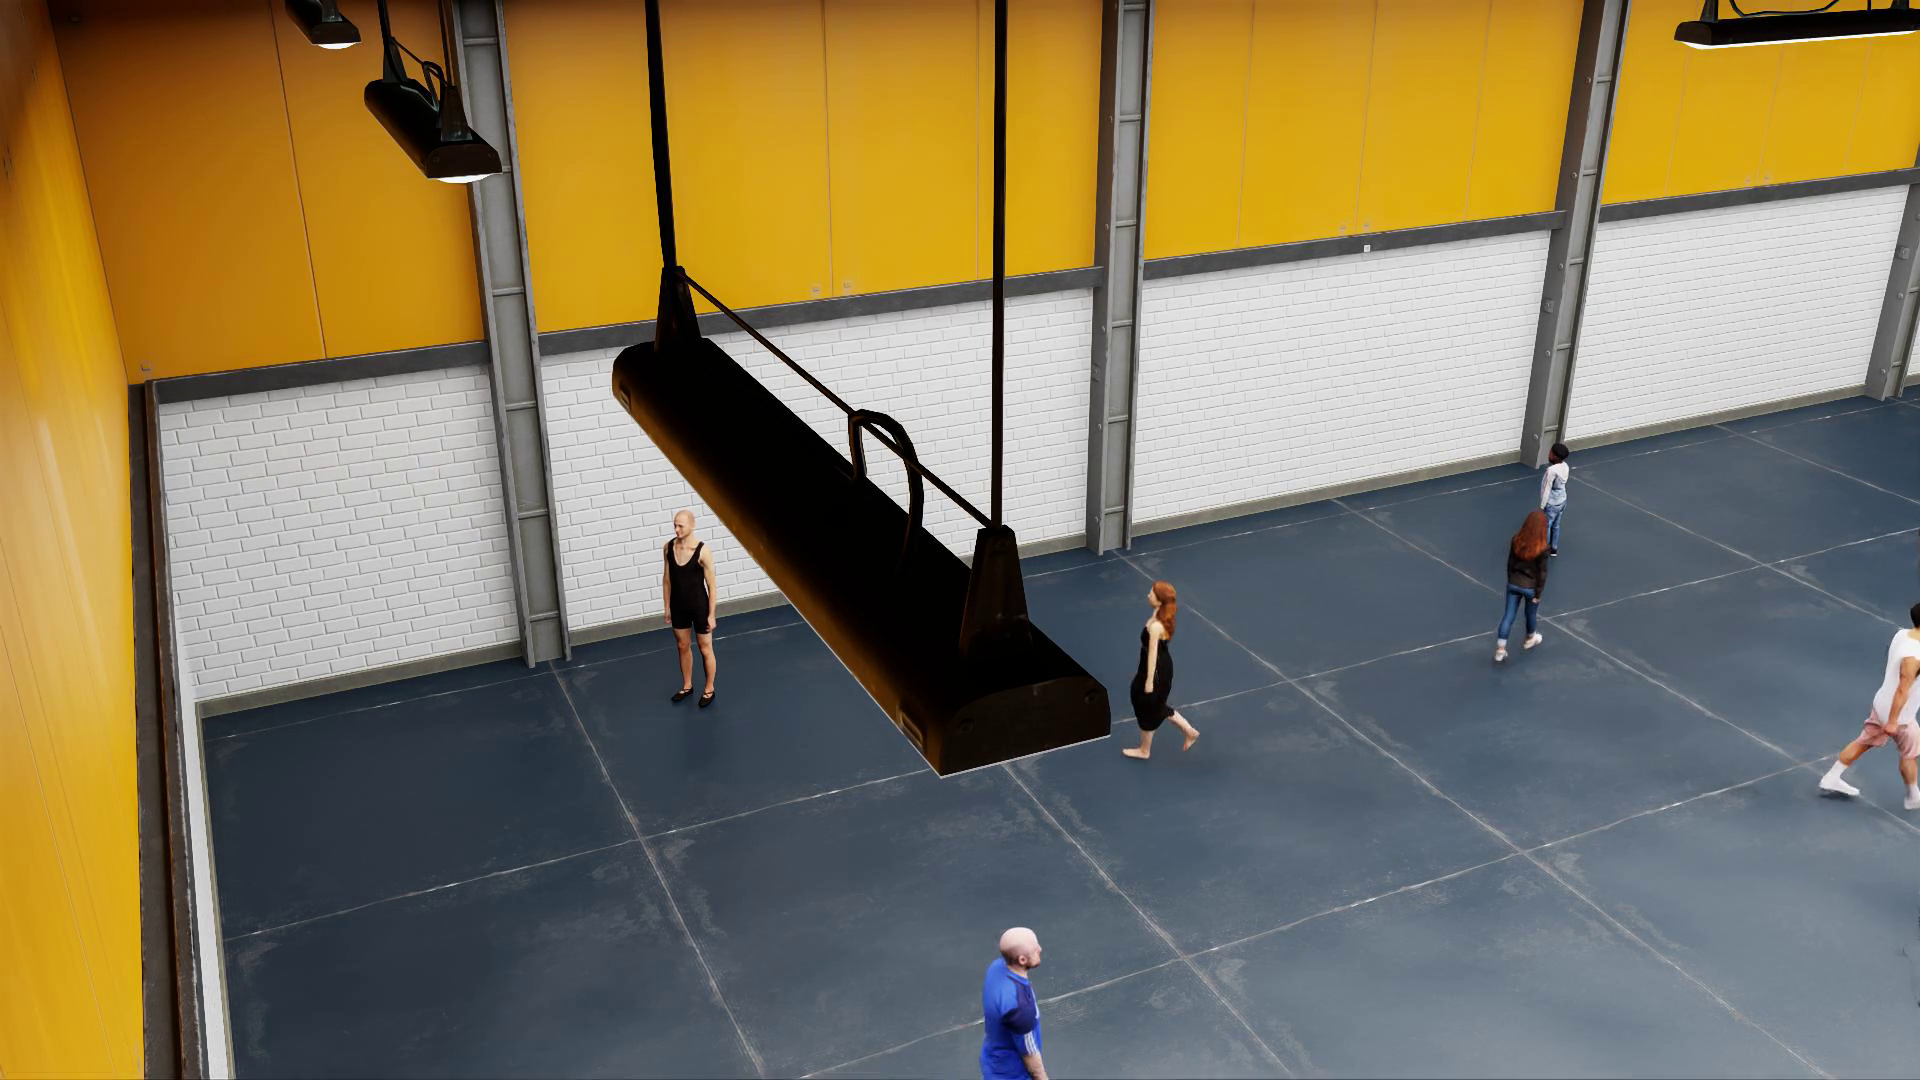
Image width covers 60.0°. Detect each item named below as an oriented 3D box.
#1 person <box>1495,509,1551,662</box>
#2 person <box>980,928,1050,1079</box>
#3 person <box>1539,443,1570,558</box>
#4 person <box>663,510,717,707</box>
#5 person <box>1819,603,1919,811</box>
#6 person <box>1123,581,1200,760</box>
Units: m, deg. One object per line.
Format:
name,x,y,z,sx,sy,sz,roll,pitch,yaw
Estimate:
person,5.111,0.438,15.183,0.832,1.449,1.043,18,29,36
person,0.188,2.932,9.050,1.278,1.791,0.945,-3,24,-6
person,6.188,-0.410,17.360,0.481,1.258,0.574,-18,30,-36
person,-2.322,0.580,14.403,0.697,1.814,0.744,9,25,20
person,7.149,1.286,12.877,1.196,1.743,1.109,7,25,16
person,1.670,1.091,13.486,0.930,1.612,0.864,8,25,17
